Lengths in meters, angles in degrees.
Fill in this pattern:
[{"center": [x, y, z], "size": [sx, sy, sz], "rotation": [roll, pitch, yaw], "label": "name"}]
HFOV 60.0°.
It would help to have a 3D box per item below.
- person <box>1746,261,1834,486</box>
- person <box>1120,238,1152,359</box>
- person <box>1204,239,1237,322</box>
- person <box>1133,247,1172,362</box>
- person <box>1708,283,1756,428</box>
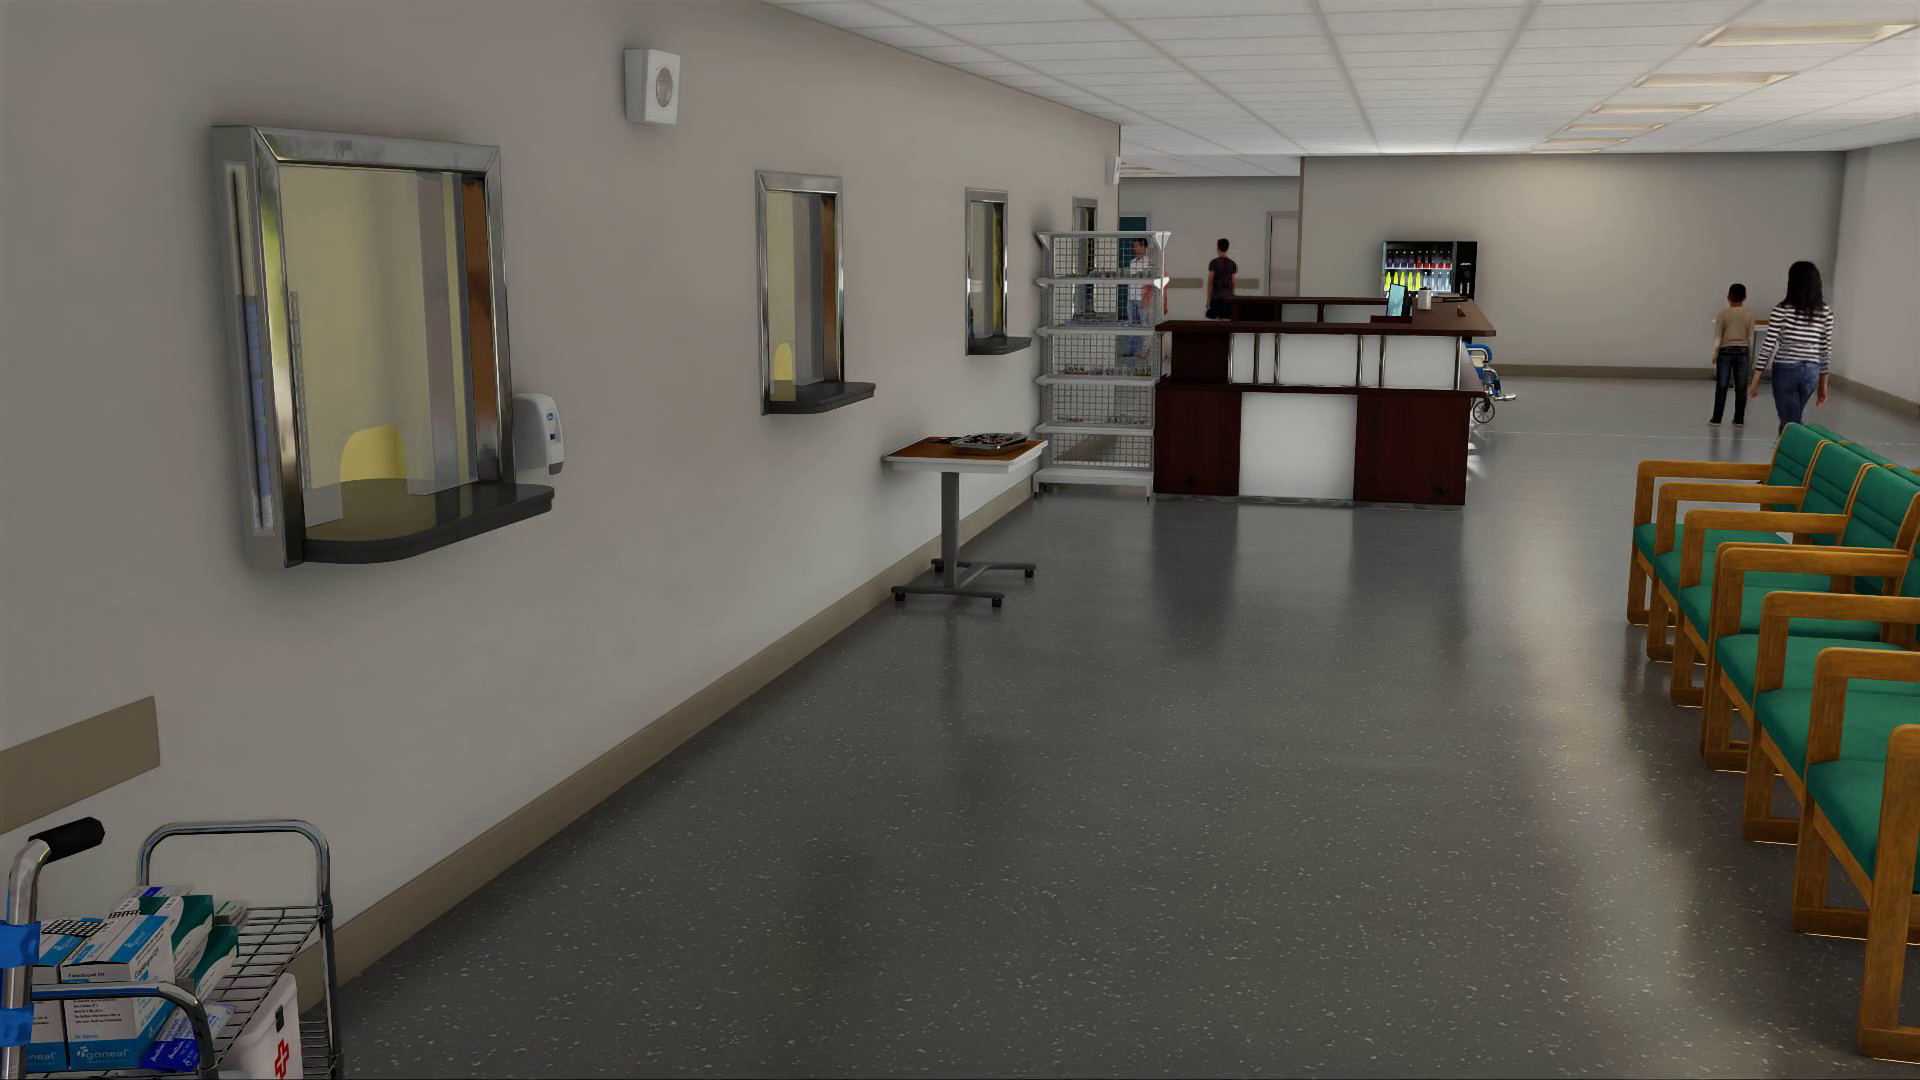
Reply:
[{"center": [5.987, -1.060, 11.849], "size": [1.064, 1.754, 0.893], "rotation": [-1, 11, -4], "label": "person"}, {"center": [2.799, -3.777, 25.916], "size": [0.819, 1.862, 0.717], "rotation": [-9, 14, -39], "label": "person"}, {"center": [3.973, -3.612, 25.111], "size": [0.836, 1.839, 0.901], "rotation": [-5, 12, -24], "label": "person"}, {"center": [2.932, -3.448, 24.693], "size": [1.050, 1.674, 1.208], "rotation": [-8, 13, -36], "label": "person"}, {"center": [7.958, -1.900, 17.105], "size": [0.432, 1.461, 0.580], "rotation": [3, 11, 15], "label": "person"}]
